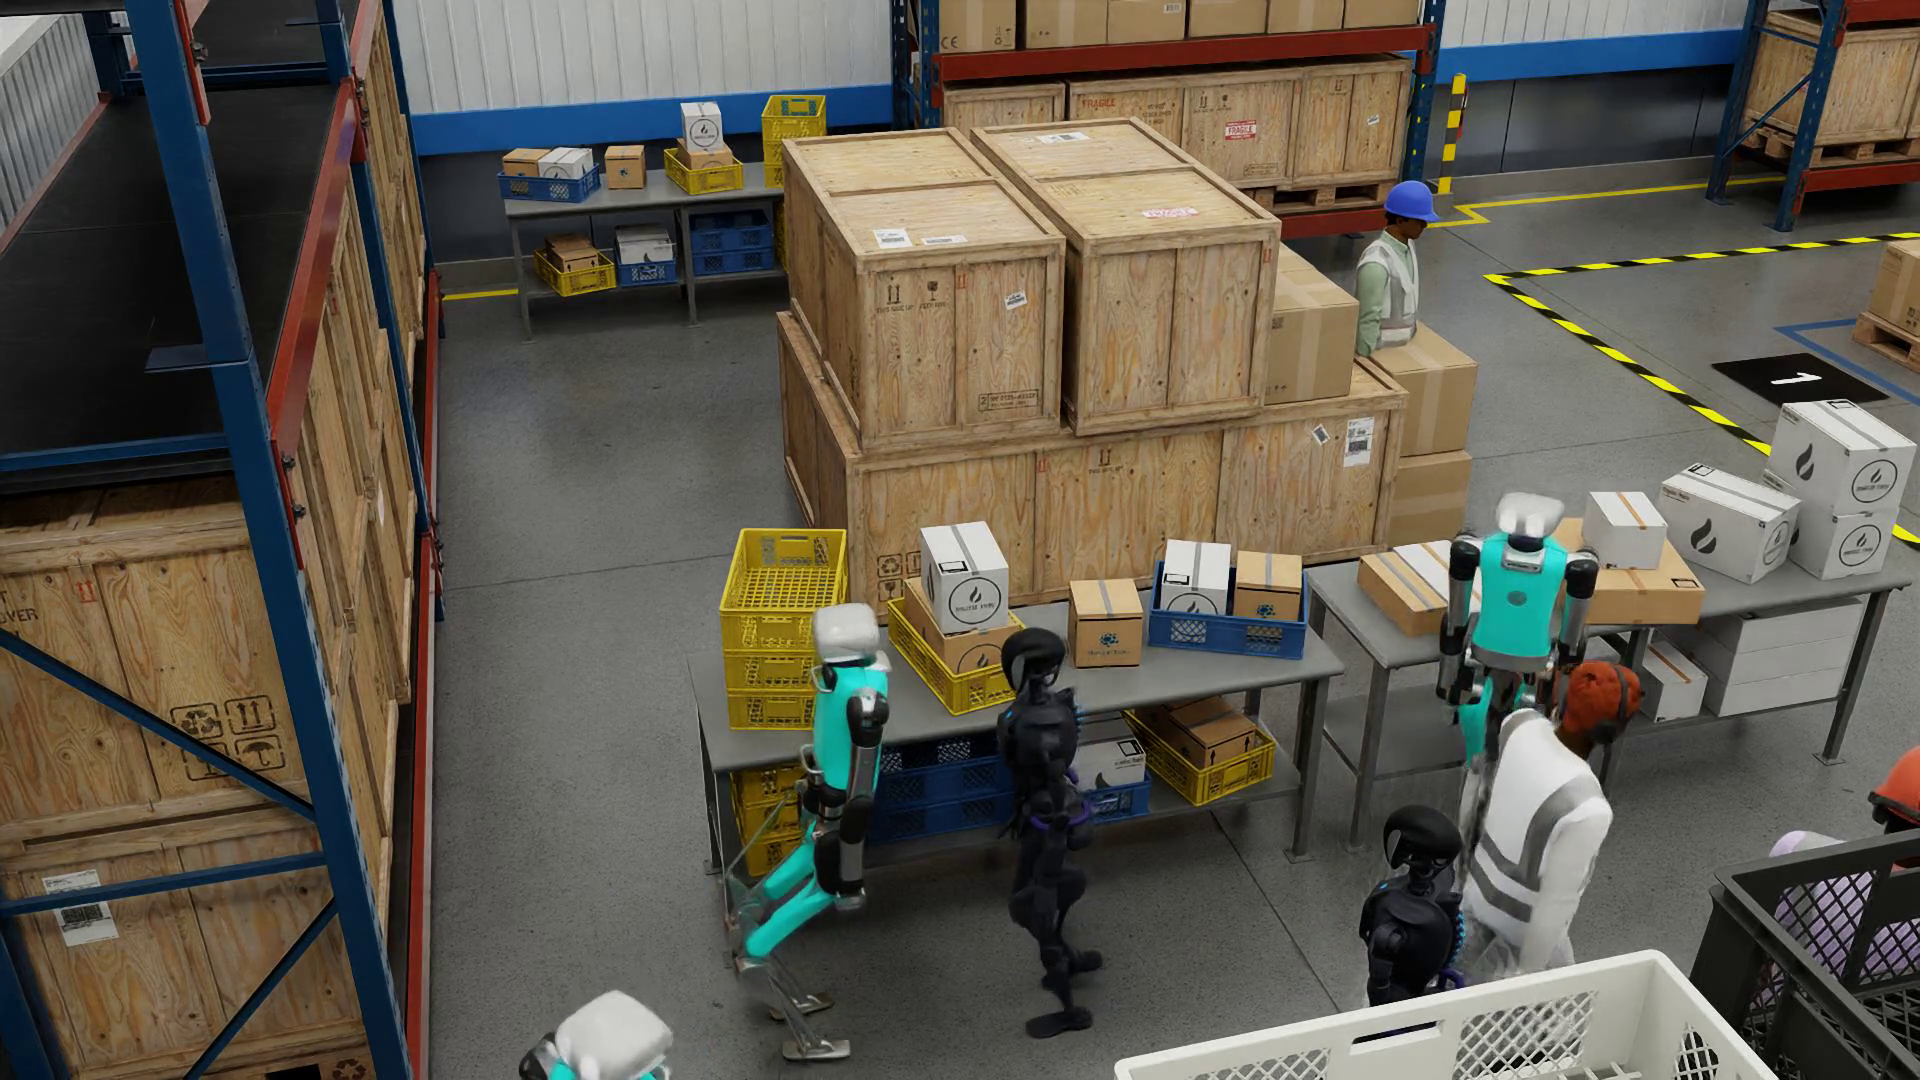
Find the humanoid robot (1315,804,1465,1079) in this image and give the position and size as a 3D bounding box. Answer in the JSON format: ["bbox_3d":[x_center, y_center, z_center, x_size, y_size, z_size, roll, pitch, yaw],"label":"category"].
[{"bbox_3d":[1.295,1.481,4.954,0.315,1.657,0.599,19,34,30],"label":"humanoid robot"}]

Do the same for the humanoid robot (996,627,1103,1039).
[{"bbox_3d":[0.344,1.038,5.784,0.437,1.640,0.607,-5,29,-9],"label":"humanoid robot"}]

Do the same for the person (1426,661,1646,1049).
[{"bbox_3d":[1.769,1.165,5.382,1.007,1.838,0.614,-5,29,-10],"label":"person"}]

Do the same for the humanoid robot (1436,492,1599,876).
[{"bbox_3d":[2.179,0.546,6.650,0.547,1.816,0.763,11,31,19],"label":"humanoid robot"}]

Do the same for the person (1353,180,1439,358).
[{"bbox_3d":[2.366,-1.066,9.325,0.411,1.939,0.602,17,33,28],"label":"person"}]

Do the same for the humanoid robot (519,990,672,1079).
[{"bbox_3d":[-0.660,1.755,4.419,0.545,1.765,0.829,17,33,28],"label":"humanoid robot"}]

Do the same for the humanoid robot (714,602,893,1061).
[{"bbox_3d":[-0.580,1.029,5.674,0.727,1.729,0.532,-8,30,-14],"label":"humanoid robot"}]

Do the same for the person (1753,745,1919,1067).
[{"bbox_3d":[2.487,1.424,4.709,0.608,2.033,0.404,25,38,38],"label":"person"}]
